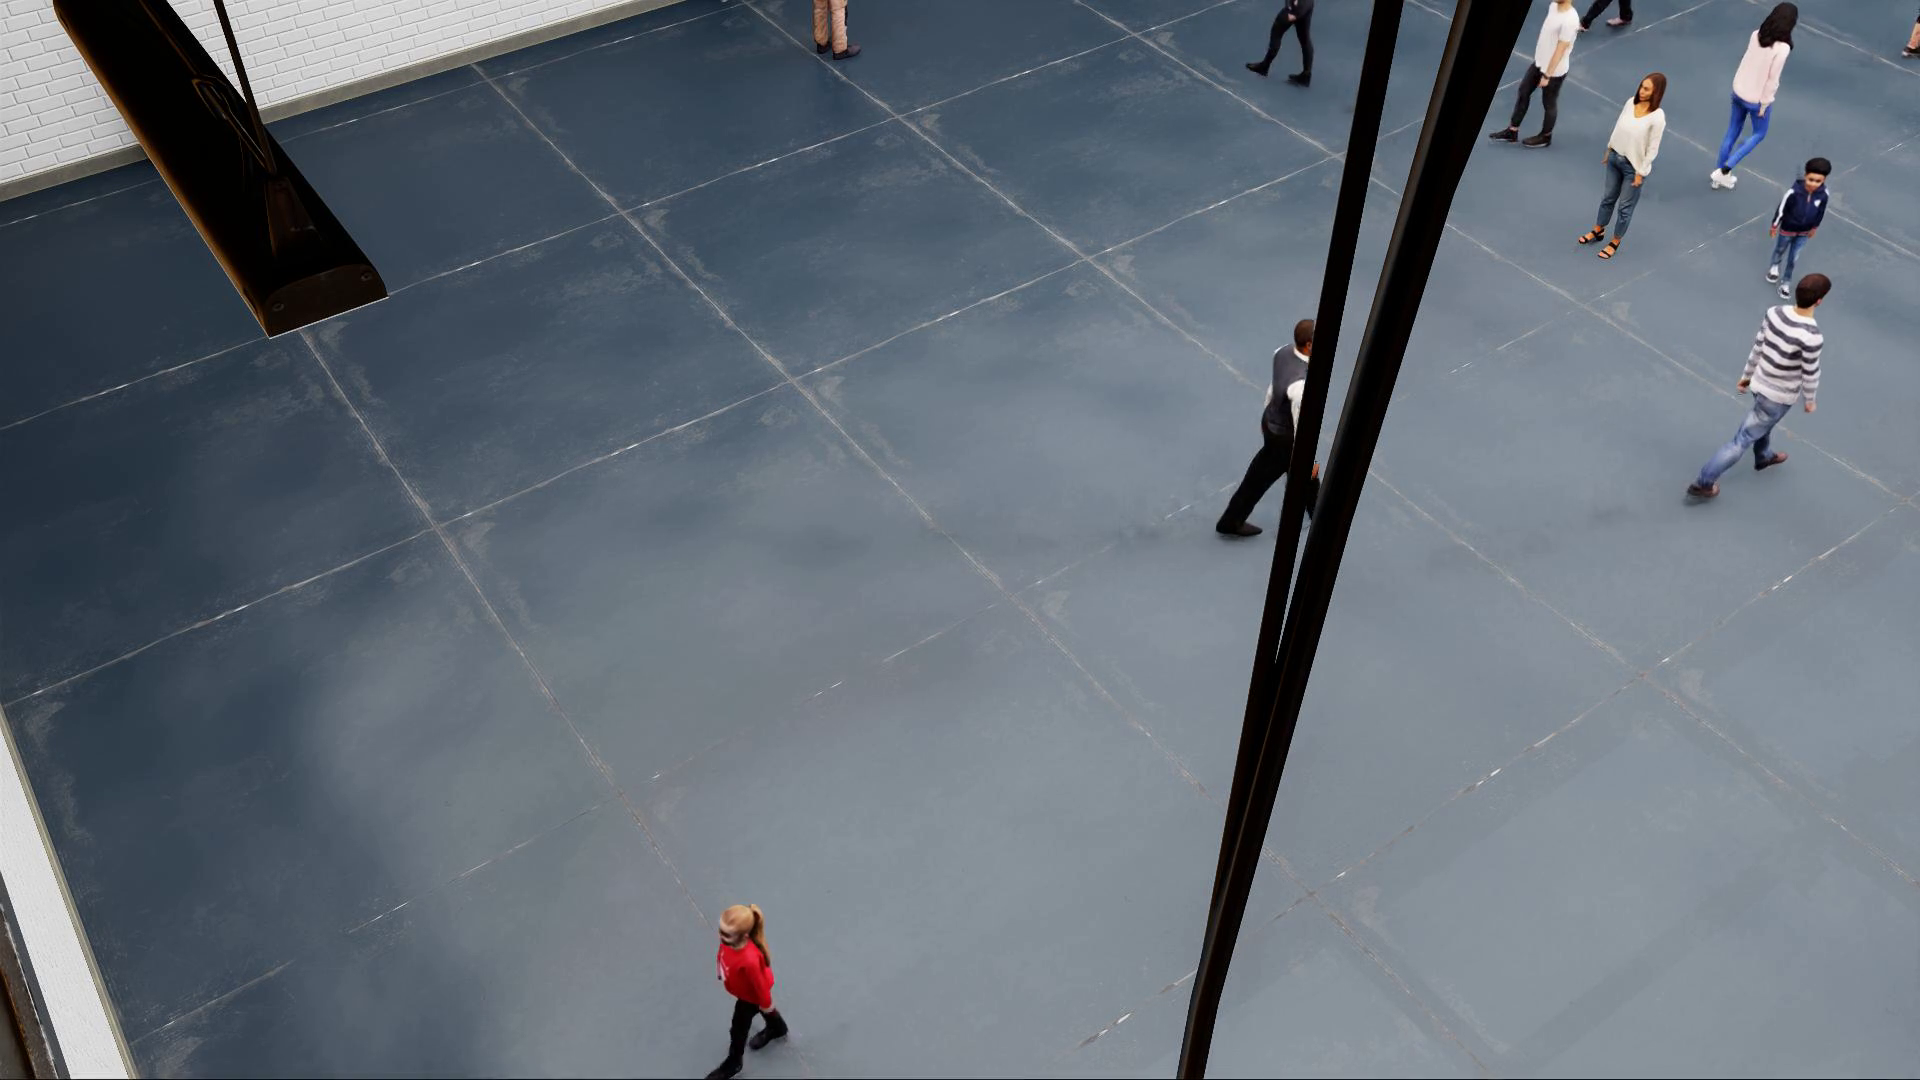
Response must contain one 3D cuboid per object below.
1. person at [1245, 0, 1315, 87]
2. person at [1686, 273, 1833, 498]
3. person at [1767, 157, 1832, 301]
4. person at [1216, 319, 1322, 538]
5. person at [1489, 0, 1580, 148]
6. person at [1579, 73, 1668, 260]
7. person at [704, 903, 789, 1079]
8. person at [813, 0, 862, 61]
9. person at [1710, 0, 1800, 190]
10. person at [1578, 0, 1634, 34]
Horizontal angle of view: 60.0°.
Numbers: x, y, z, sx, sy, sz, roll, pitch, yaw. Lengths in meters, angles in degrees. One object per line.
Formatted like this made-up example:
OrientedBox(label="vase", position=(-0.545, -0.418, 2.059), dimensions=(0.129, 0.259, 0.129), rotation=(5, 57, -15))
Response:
OrientedBox(label="person", position=(3.372, -5.197, 16.225), dimensions=(0.860, 1.655, 0.932), rotation=(27, 50, 26))
OrientedBox(label="person", position=(5.658, -1.025, 11.738), dimensions=(1.279, 1.803, 0.933), rotation=(-11, 45, -12))
OrientedBox(label="person", position=(6.990, -2.665, 13.898), dimensions=(0.768, 1.199, 0.856), rotation=(12, 45, 13))
OrientedBox(label="person", position=(2.112, -0.695, 11.345), dimensions=(1.330, 1.868, 1.164), rotation=(0, 44, 0))
OrientedBox(label="person", position=(5.533, -4.405, 15.357), dimensions=(0.960, 1.705, 0.866), rotation=(-4, 44, -4))
OrientedBox(label="person", position=(5.680, -3.196, 14.104), dimensions=(0.605, 1.683, 0.655), rotation=(-17, 46, -17))
OrientedBox(label="person", position=(-1.049, 2.288, 8.650), dimensions=(0.764, 1.266, 0.546), rotation=(-22, 48, -21))
OrientedBox(label="person", position=(-1.319, -5.781, 16.644), dimensions=(0.750, 1.923, 0.664), rotation=(33, 52, 29))
OrientedBox(label="person", position=(6.969, -3.925, 14.818), dimensions=(0.731, 1.753, 0.708), rotation=(-13, 45, -13))
OrientedBox(label="person", position=(6.909, -5.967, 17.108), dimensions=(1.130, 1.552, 0.977), rotation=(-3, 44, -3))
